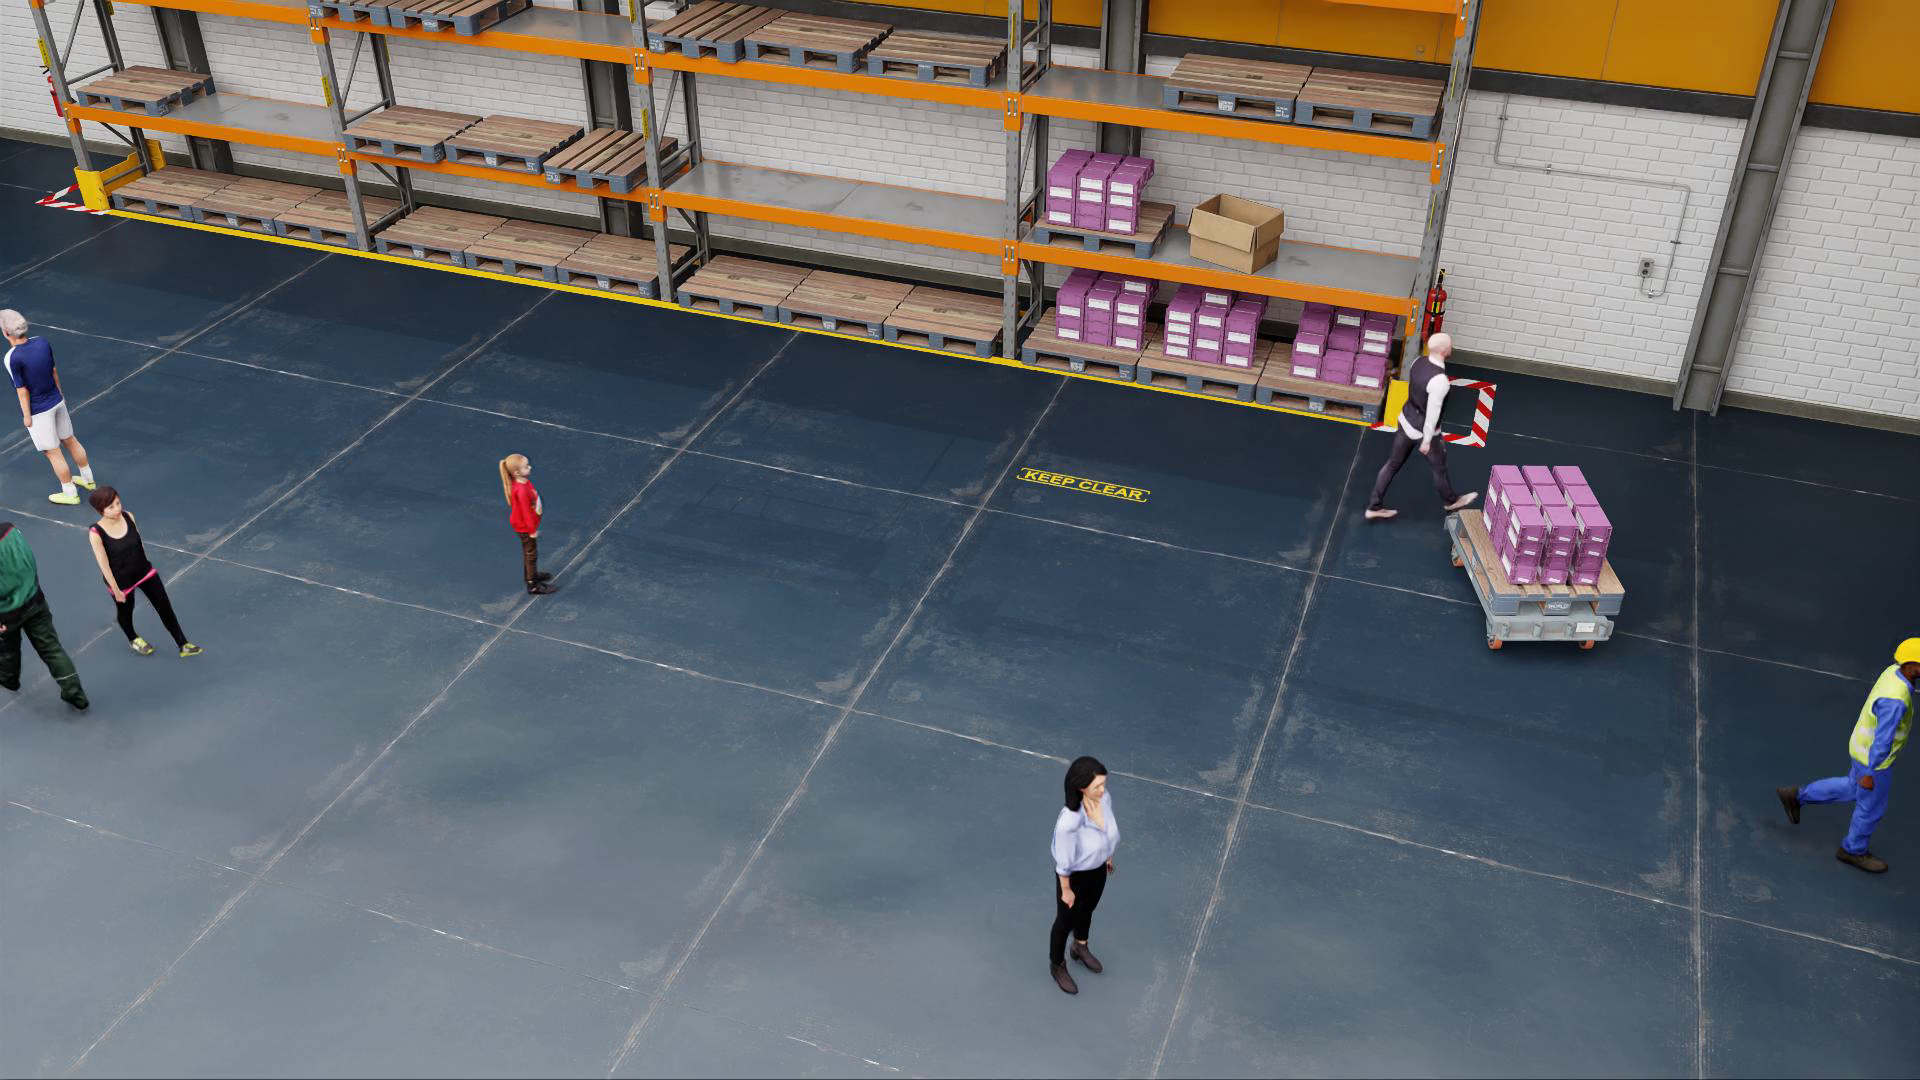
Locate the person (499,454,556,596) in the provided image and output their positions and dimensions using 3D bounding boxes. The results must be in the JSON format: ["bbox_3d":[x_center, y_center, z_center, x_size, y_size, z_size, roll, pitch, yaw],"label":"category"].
[{"bbox_3d":[-3.517,-0.142,13.493,0.623,1.282,0.577,-9,35,-14],"label":"person"}]

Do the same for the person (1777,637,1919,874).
[{"bbox_3d":[5.849,1.351,10.781,1.061,1.799,0.792,19,38,26],"label":"person"}]

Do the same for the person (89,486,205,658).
[{"bbox_3d":[-6.395,0.248,12.691,0.994,1.520,0.678,18,37,25],"label":"person"}]

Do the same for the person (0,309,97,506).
[{"bbox_3d":[-8.014,-1.172,14.542,0.565,1.836,0.654,7,34,11],"label":"person"}]

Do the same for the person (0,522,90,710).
[{"bbox_3d":[-6.805,0.495,12.076,1.197,1.790,0.807,19,38,26],"label":"person"}]

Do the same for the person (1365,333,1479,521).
[{"bbox_3d":[3.838,-0.909,14.206,1.325,1.769,1.164,-9,35,-13],"label":"person"}]

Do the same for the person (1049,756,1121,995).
[{"bbox_3d":[0.722,1.968,9.900,0.692,1.746,0.726,26,41,33],"label":"person"}]
